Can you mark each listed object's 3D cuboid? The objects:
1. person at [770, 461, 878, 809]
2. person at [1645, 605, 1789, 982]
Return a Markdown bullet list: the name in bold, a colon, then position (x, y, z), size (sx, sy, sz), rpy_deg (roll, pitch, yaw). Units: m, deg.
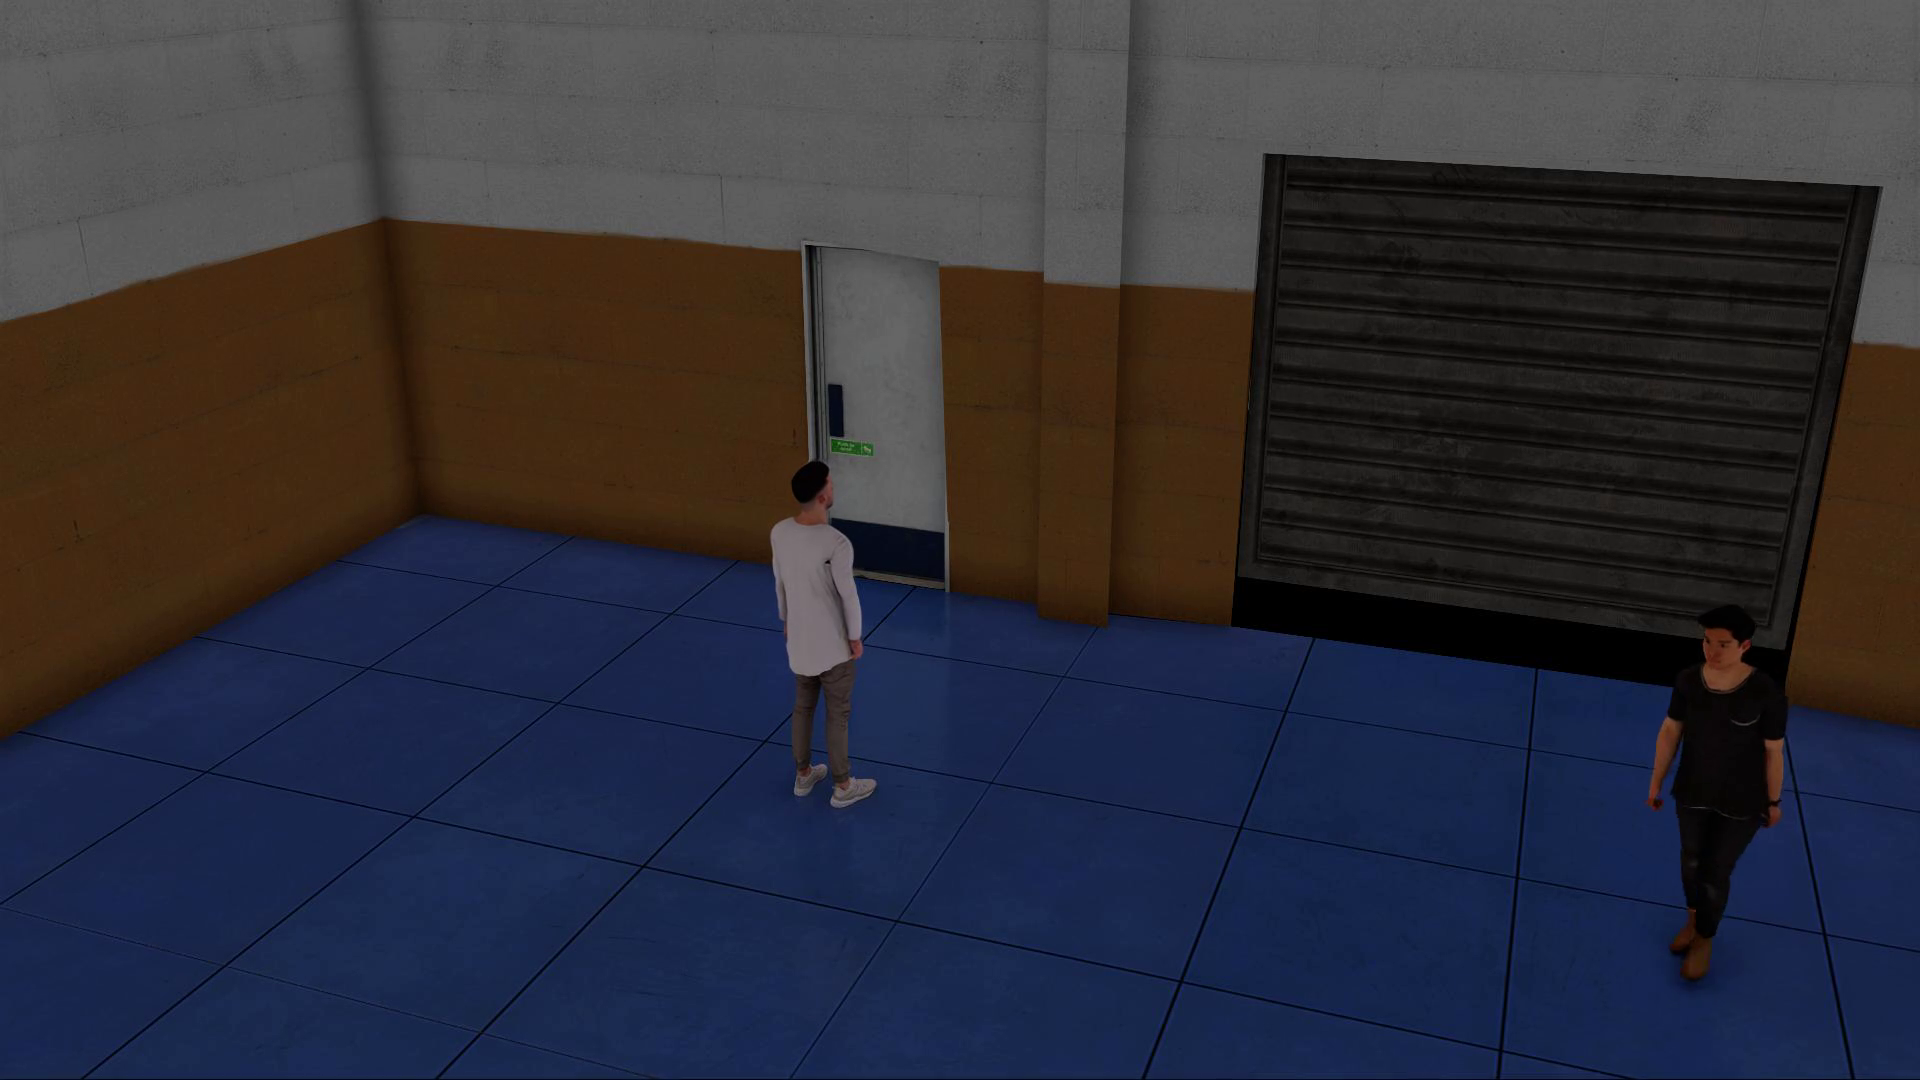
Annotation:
- **person**: position (-0.706, 0.470, 8.384), size (0.595, 1.840, 0.784), rpy_deg (15, 26, 32)
- **person**: position (3.315, 1.040, 7.165), size (0.863, 1.691, 0.798), rpy_deg (-20, 29, -40)
